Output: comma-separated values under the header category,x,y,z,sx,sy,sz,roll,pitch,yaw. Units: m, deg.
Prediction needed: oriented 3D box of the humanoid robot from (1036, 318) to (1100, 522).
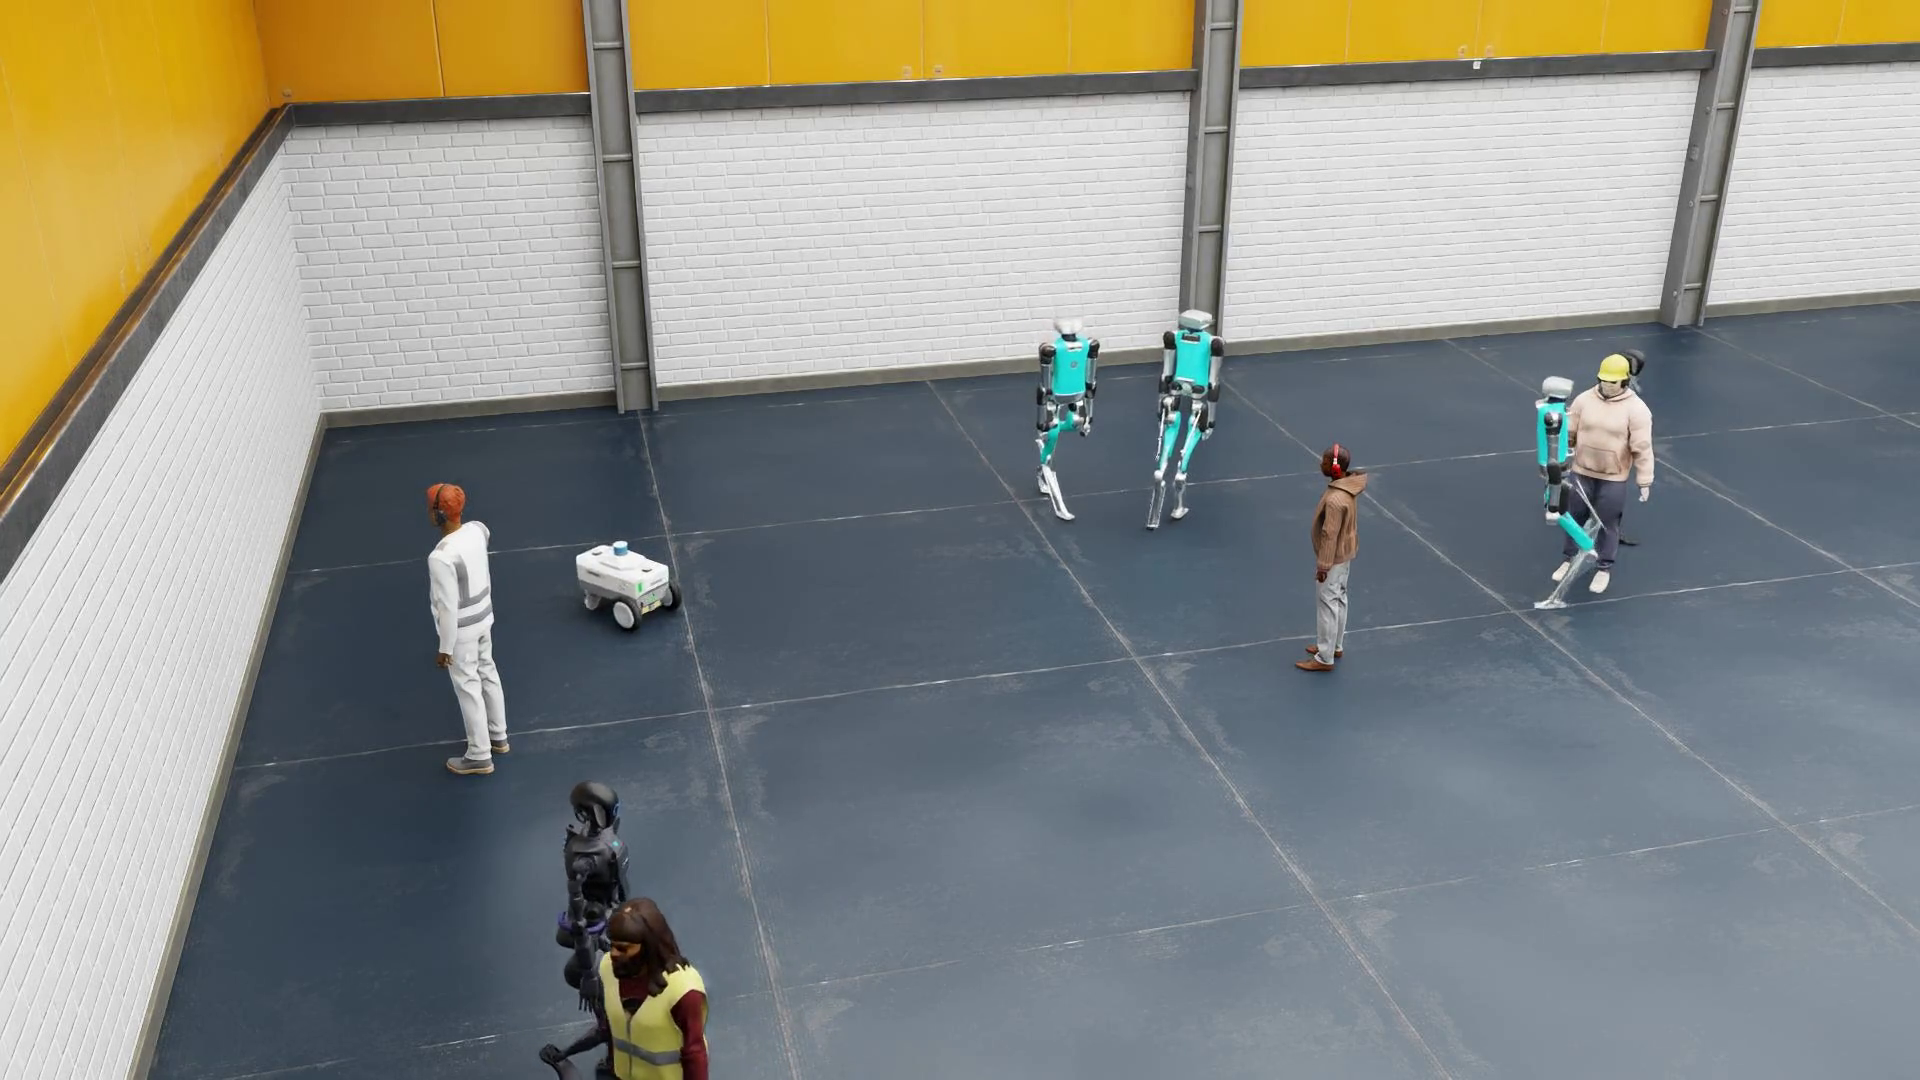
category,x,y,z,sx,sy,sz,roll,pitch,yaw
humanoid robot,0.786,-1.087,14.086,0.532,1.780,1.030,-10,25,-21

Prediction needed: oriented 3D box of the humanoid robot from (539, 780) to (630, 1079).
category,x,y,z,sx,sy,sz,roll,pitch,yaw
humanoid robot,-1.700,1.785,7.551,0.468,1.651,0.599,3,24,6

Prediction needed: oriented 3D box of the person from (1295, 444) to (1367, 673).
category,x,y,z,sx,sy,sz,roll,pitch,yaw
person,2.552,0.125,11.368,0.327,1.648,0.462,10,26,22

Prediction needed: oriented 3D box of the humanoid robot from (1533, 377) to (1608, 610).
category,x,y,z,sx,sy,sz,roll,pitch,yaw
humanoid robot,4.512,-0.299,12.229,0.706,1.801,0.542,6,25,14

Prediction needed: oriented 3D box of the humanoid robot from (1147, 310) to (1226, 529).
category,x,y,z,sx,sy,sz,roll,pitch,yaw
humanoid robot,1.787,-0.901,13.697,0.531,1.882,0.790,13,27,28

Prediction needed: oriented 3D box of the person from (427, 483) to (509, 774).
category,x,y,z,sx,sy,sz,roll,pitch,yaw
person,-3.024,0.537,10.139,0.345,1.882,0.583,5,24,10

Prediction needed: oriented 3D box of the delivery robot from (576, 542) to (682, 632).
category,x,y,z,sx,sy,sz,roll,pitch,yaw
delivery robot,-2.476,0.304,12.303,0.756,0.584,0.499,16,28,32

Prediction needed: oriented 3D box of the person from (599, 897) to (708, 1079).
category,x,y,z,sx,sy,sz,roll,pitch,yaw
person,-1.178,2.147,6.636,0.480,1.755,0.533,12,26,24

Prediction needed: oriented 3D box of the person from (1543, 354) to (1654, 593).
category,x,y,z,sx,sy,sz,roll,pitch,yaw
person,4.846,-0.522,12.580,0.789,1.859,0.435,18,29,35

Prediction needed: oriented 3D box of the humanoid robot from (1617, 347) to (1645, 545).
category,x,y,z,sx,sy,sz,roll,pitch,yaw
humanoid robot,5.244,-0.787,13.492,0.801,1.649,0.603,18,30,35
